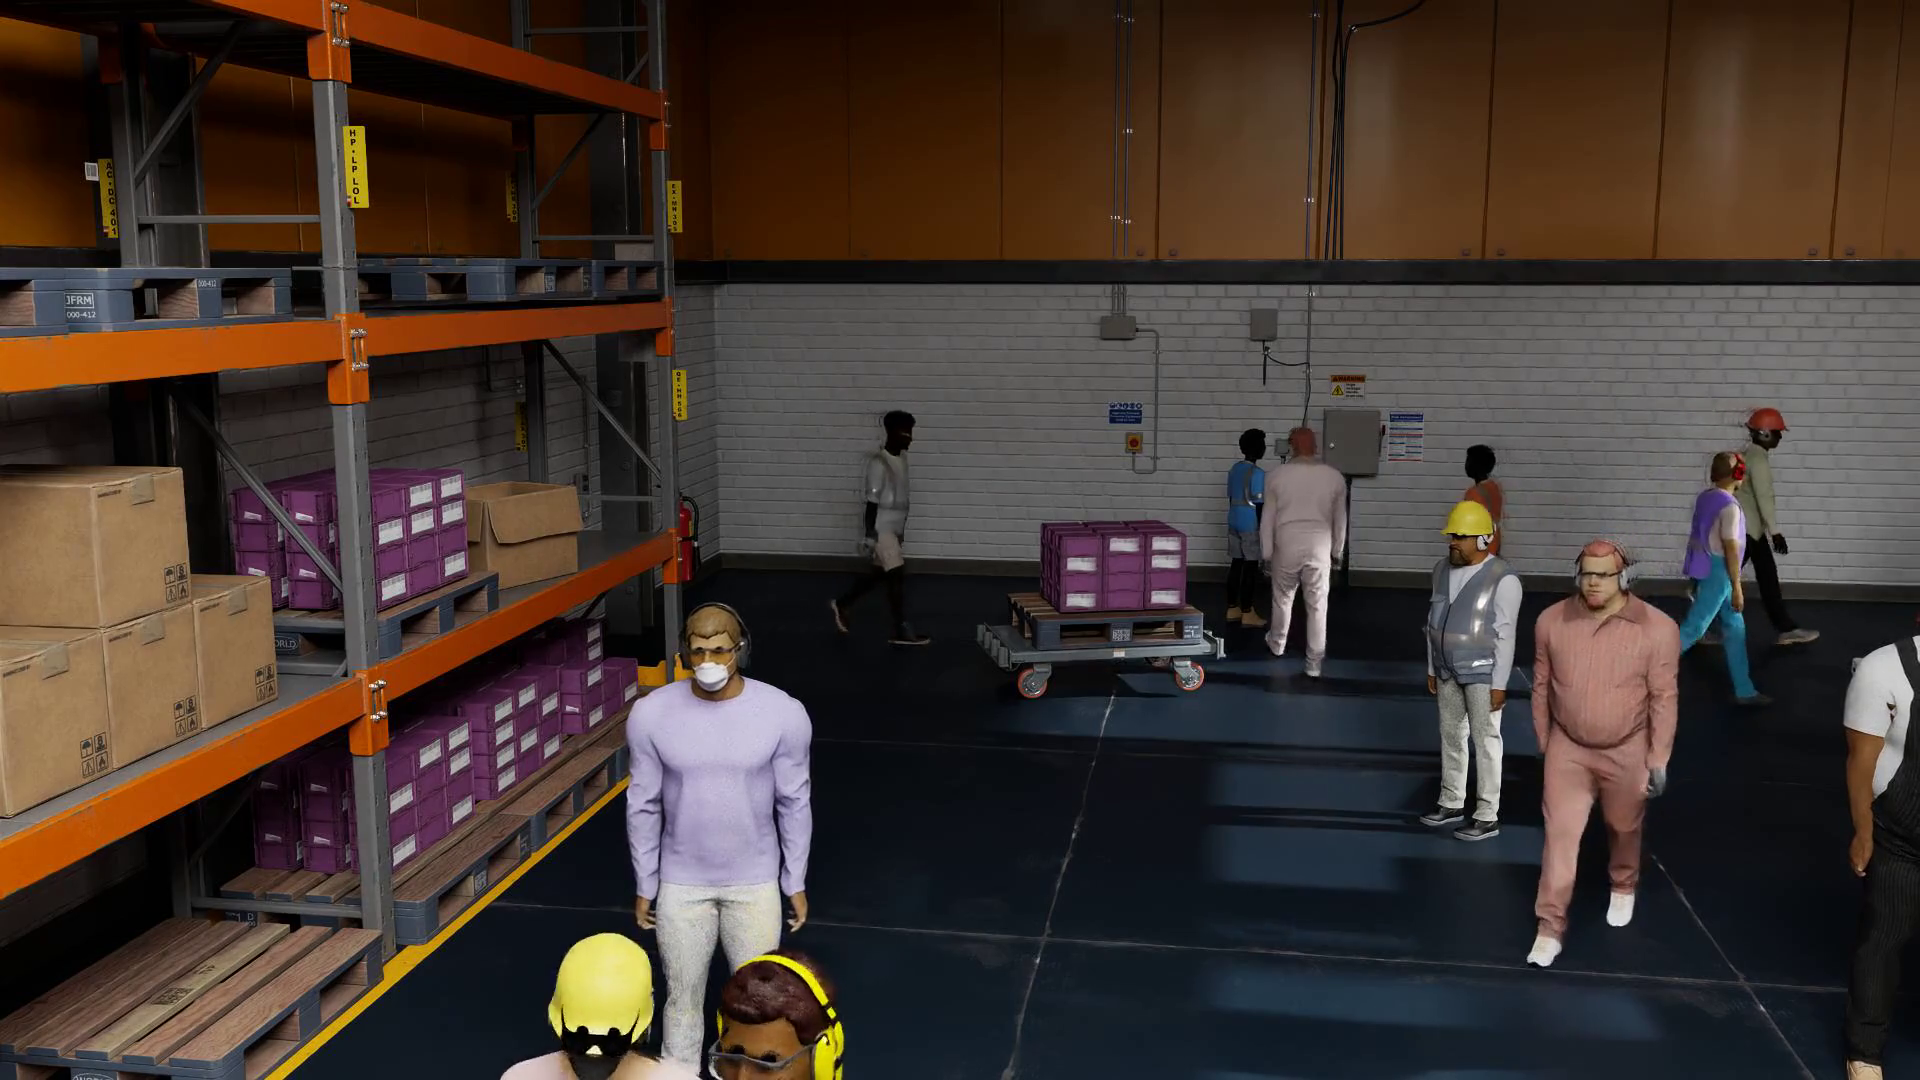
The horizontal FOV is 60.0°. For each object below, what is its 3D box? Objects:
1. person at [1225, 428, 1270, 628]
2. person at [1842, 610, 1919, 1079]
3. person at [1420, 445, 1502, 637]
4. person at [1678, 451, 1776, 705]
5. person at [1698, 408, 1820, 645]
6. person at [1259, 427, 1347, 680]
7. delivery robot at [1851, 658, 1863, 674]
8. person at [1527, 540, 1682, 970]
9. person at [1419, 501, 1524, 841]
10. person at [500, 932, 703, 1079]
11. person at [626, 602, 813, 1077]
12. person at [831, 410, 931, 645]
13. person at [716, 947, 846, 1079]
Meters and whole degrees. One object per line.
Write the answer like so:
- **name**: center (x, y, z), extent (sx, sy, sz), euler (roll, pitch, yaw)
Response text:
- **person**: center (2.466, -0.106, 14.208), extent (0.317, 1.695, 0.540), euler (-3, 10, -18)
- **person**: center (3.573, 1.054, 5.996), extent (0.679, 2.000, 0.537), euler (1, 9, 6)
- **person**: center (4.057, 0.071, 13.236), extent (0.785, 1.654, 0.545), euler (6, 11, 34)
- **person**: center (5.206, 0.274, 11.587), extent (0.962, 1.788, 0.617), euler (2, 9, 10)
- **person**: center (6.386, -0.092, 13.400), extent (1.045, 1.941, 0.629), euler (4, 10, 21)
- **person**: center (2.579, 0.072, 12.599), extent (0.663, 1.855, 0.983), euler (1, 9, 5)
- **delivery robot**: center (6.332, 0.929, 11.048), extent (0.707, 0.478, 0.477), euler (3, 10, 16)
- **person**: center (2.872, 0.913, 7.454), extent (0.642, 1.861, 1.004), euler (5, 11, 29)
- **person**: center (2.717, 0.691, 8.921), extent (0.404, 1.824, 0.586), euler (-5, 11, -30)
- **person**: center (-0.717, 1.627, 3.453), extent (0.549, 1.747, 0.392), euler (2, 9, 14)
- **person**: center (-0.811, 1.159, 5.660), extent (0.629, 1.940, 0.378), euler (-1, 9, -3)
- **person**: center (-0.684, -0.115, 13.594), extent (0.879, 1.926, 0.655), euler (3, 10, 19)
- **person**: center (-0.312, 1.626, 2.999), extent (0.531, 1.868, 0.314), euler (3, 10, 17)
